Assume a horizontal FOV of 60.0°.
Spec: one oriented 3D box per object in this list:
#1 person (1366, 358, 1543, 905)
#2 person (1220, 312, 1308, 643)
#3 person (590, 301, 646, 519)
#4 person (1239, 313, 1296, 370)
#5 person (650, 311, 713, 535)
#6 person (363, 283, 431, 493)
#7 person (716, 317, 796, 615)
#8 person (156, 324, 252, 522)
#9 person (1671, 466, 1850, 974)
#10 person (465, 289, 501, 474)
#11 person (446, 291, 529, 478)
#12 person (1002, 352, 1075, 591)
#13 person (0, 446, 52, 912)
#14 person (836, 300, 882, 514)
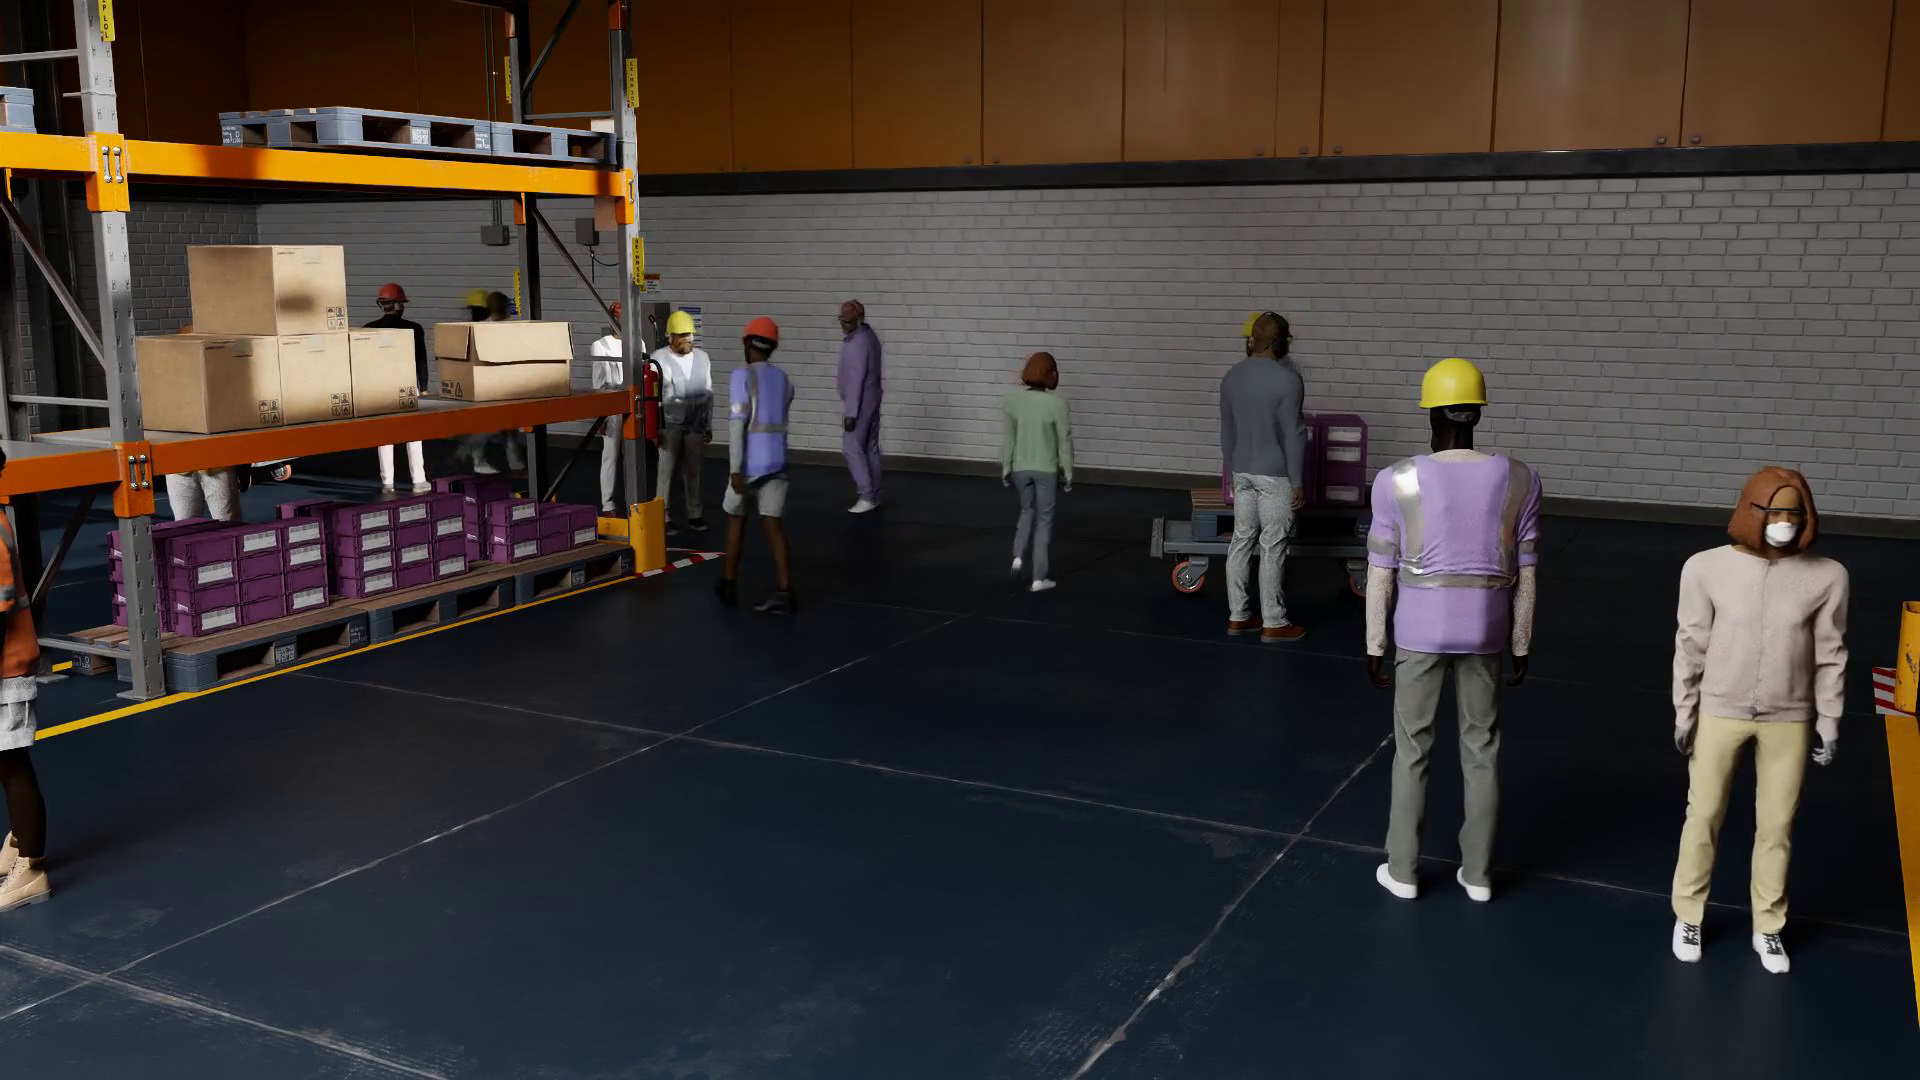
[{"bbox_3d":[1.715,0.326,5.858,0.592,1.919,0.398,1,10,5],"label":"person"},{"bbox_3d":[1.796,-0.368,9.801,0.373,1.940,0.630,-7,12,-36],"label":"person"},{"bbox_3d":[-2.867,-1.081,14.112,0.350,1.879,0.577,7,12,37],"label":"person"},{"bbox_3d":[2.319,-0.843,12.874,0.619,1.819,0.438,-8,13,-38],"label":"person"},{"bbox_3d":[-2.265,-0.947,13.514,0.597,1.818,0.430,-7,12,-37],"label":"person"},{"bbox_3d":[-5.363,-1.435,15.822,0.612,1.991,0.392,-1,10,-5],"label":"person"},{"bbox_3d":[-1.322,-0.475,10.619,0.620,1.869,0.822,-10,14,-44],"label":"person"},{"bbox_3d":[-4.858,-0.464,10.671,0.625,1.836,0.428,0,10,-2],"label":"person"},{"bbox_3d":[2.524,0.571,5.283,0.503,1.629,0.288,3,10,16],"label":"person"},{"bbox_3d":[-4.926,-1.623,17.140,0.406,1.912,0.601,3,10,16],"label":"person"},{"bbox_3d":[-4.694,-1.536,16.680,0.828,1.907,0.641,-4,11,-21],"label":"person"},{"bbox_3d":[0.540,-0.461,11.264,0.527,1.620,0.345,6,11,30],"label":"person"},{"bbox_3d":[-3.389,0.443,5.803,0.320,1.697,0.531,-6,11,-31],"label":"person"},{"bbox_3d":[-0.880,-1.177,14.733,0.396,1.864,0.817,2,10,13],"label":"person"}]
